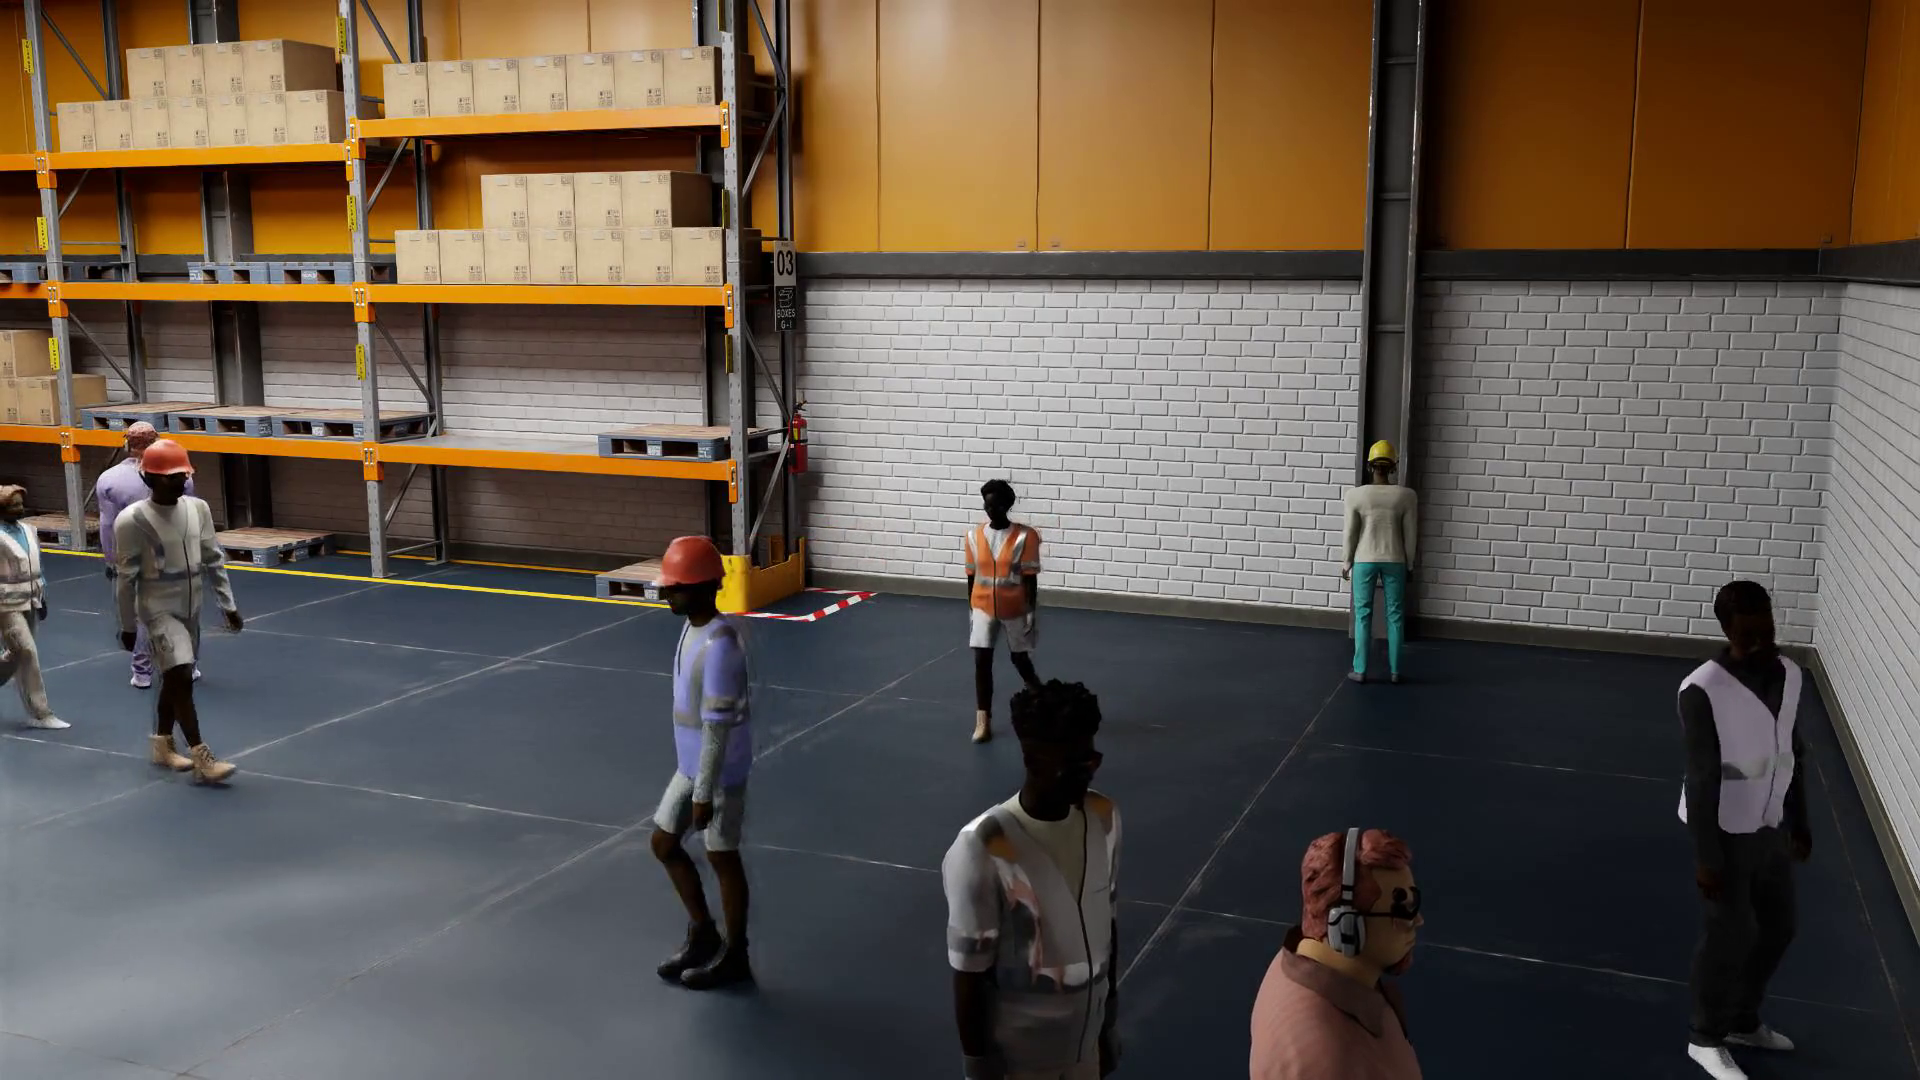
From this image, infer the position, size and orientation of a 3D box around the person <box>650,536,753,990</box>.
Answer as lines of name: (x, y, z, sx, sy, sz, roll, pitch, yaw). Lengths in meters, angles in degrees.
person: (-1.101, 0.935, 6.833, 0.527, 1.920, 0.581, -4, 10, -23)

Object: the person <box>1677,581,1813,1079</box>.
person: (2.900, 1.072, 6.172, 0.718, 1.881, 0.371, -6, 11, -31)

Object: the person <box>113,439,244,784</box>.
person: (-4.496, 0.419, 9.718, 0.922, 2.009, 0.613, 4, 10, 21)

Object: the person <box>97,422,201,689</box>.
person: (-5.772, 0.109, 11.885, 0.636, 1.911, 0.404, -5, 11, -27)

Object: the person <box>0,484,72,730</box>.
person: (-6.196, 0.432, 10.817, 0.740, 1.616, 0.522, 1, 9, 7)

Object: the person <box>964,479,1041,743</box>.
person: (0.288, 0.420, 10.710, 0.529, 1.672, 0.733, 3, 10, 17)

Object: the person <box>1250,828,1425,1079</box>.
person: (0.787, 1.509, 3.405, 0.408, 1.908, 0.641, 2, 10, 10)

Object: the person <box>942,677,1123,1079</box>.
person: (0.215, 1.313, 4.446, 0.608, 1.959, 0.372, -9, 13, -43)

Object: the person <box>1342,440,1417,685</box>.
person: (3.007, 0.165, 11.973, 0.526, 1.769, 0.330, 1, 9, 6)
